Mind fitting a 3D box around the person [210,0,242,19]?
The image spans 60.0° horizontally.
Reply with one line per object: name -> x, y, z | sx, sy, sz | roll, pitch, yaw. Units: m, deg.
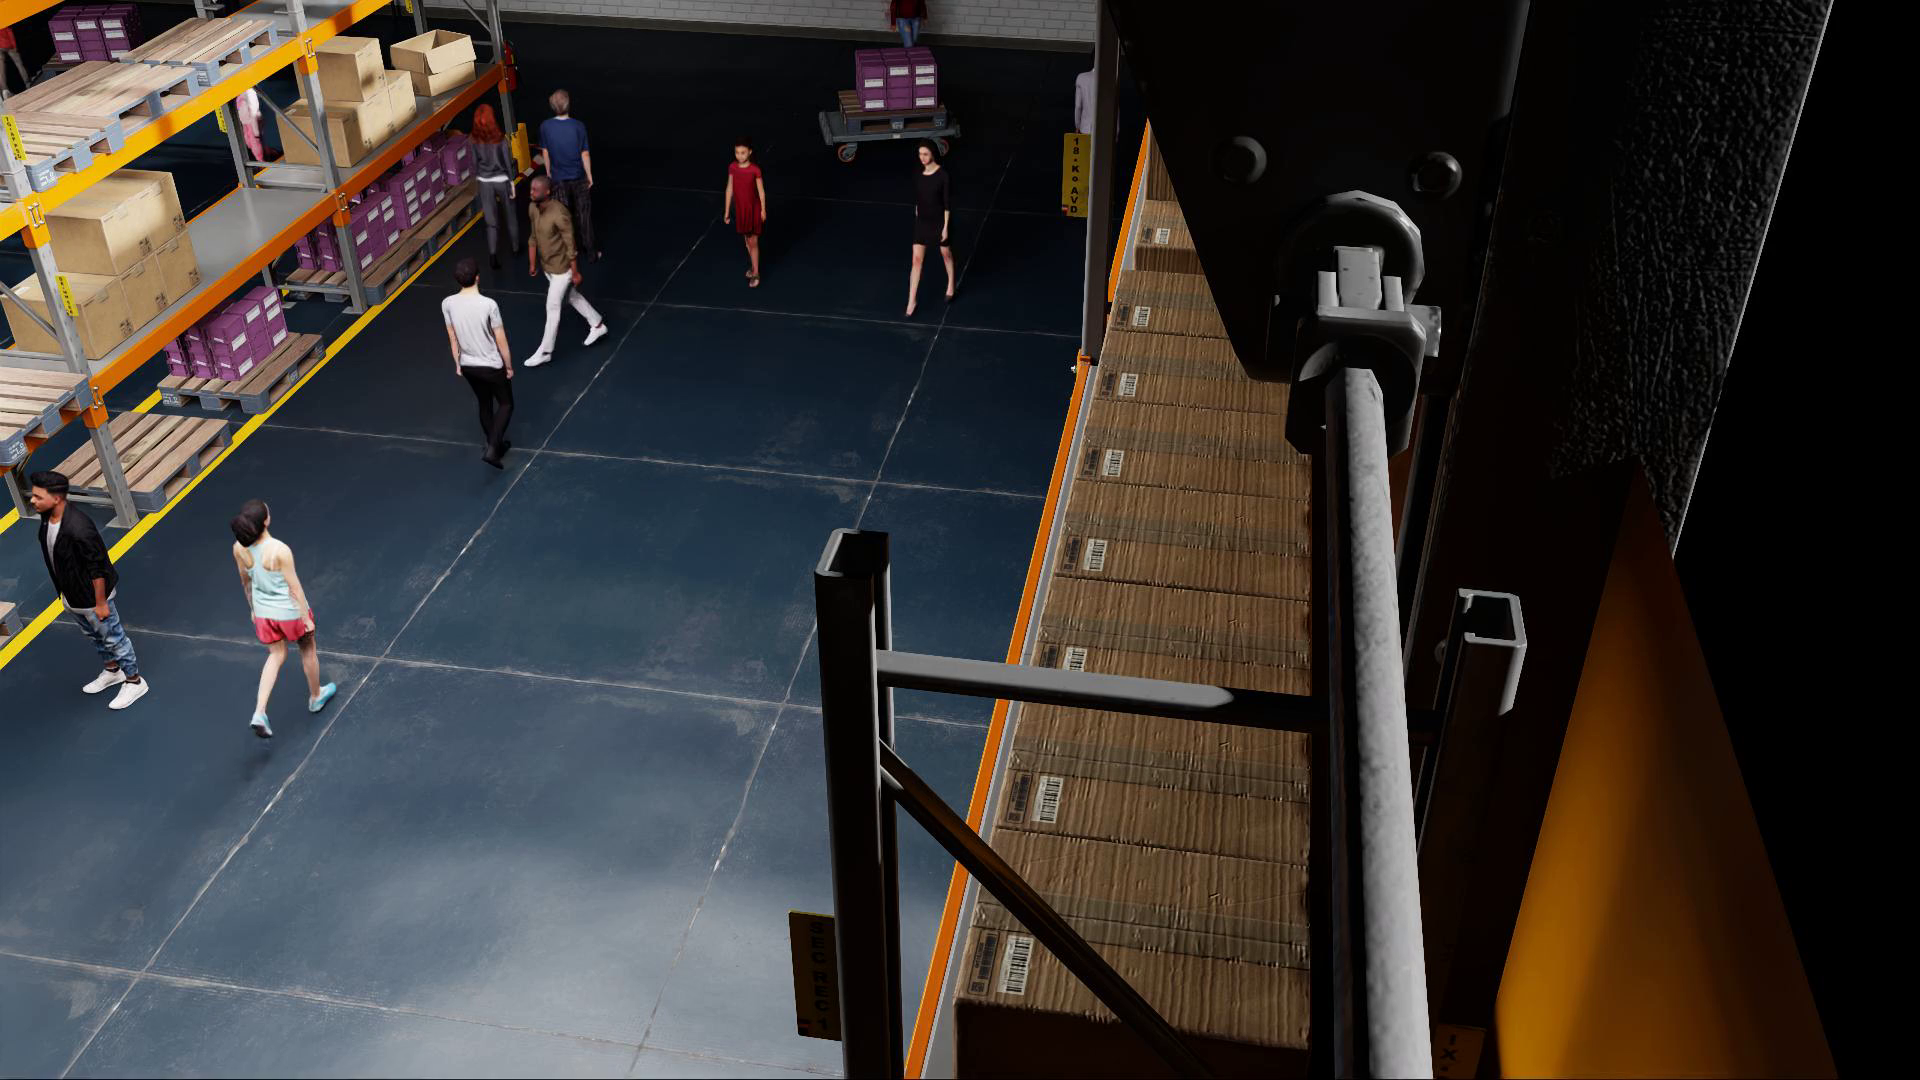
person -> -9.626, -6.820, 21.985 | 0.769, 1.752, 1.163 | 11, 35, 16

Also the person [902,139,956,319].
person -> -0.207, -3.079, 16.355 | 0.837, 1.753, 1.179 | 16, 37, 22

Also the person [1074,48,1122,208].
person -> 1.517, -4.586, 18.534 | 0.739, 1.852, 0.669 | 15, 36, 21

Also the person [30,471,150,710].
person -> -5.890, 0.299, 11.218 | 0.782, 1.814, 0.765 | 22, 39, 29

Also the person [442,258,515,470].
person -> -3.983, -1.400, 13.743 | 0.674, 1.849, 0.899 | 7, 34, 10

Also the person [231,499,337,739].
person -> -4.500, 0.542, 10.916 | 0.583, 1.743, 1.023 | 7, 34, 10

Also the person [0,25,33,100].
person -> -12.570, -6.483, 21.803 | 0.598, 1.392, 0.941 | 2, 34, 3

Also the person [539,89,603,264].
person -> -4.067, -3.746, 17.254 | 0.719, 1.868, 0.660 | -1, 34, -2

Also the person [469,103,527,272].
person -> -4.815, -3.606, 17.151 | 0.711, 1.750, 1.046 | -1, 34, -2

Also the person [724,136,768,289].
person -> -2.153, -3.431, 17.084 | 0.628, 1.533, 0.797 | 12, 35, 17

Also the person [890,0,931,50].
person -> -0.728, -7.002, 22.381 | 0.762, 1.616, 0.825 | -25, 41, -32

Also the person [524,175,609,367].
person -> -3.686, -2.560, 15.556 | 1.293, 1.774, 1.175 | -28, 43, -35

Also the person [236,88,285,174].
person -> -8.178, -4.891, 19.366 | 0.846, 1.439, 0.789 | -20, 39, -28
